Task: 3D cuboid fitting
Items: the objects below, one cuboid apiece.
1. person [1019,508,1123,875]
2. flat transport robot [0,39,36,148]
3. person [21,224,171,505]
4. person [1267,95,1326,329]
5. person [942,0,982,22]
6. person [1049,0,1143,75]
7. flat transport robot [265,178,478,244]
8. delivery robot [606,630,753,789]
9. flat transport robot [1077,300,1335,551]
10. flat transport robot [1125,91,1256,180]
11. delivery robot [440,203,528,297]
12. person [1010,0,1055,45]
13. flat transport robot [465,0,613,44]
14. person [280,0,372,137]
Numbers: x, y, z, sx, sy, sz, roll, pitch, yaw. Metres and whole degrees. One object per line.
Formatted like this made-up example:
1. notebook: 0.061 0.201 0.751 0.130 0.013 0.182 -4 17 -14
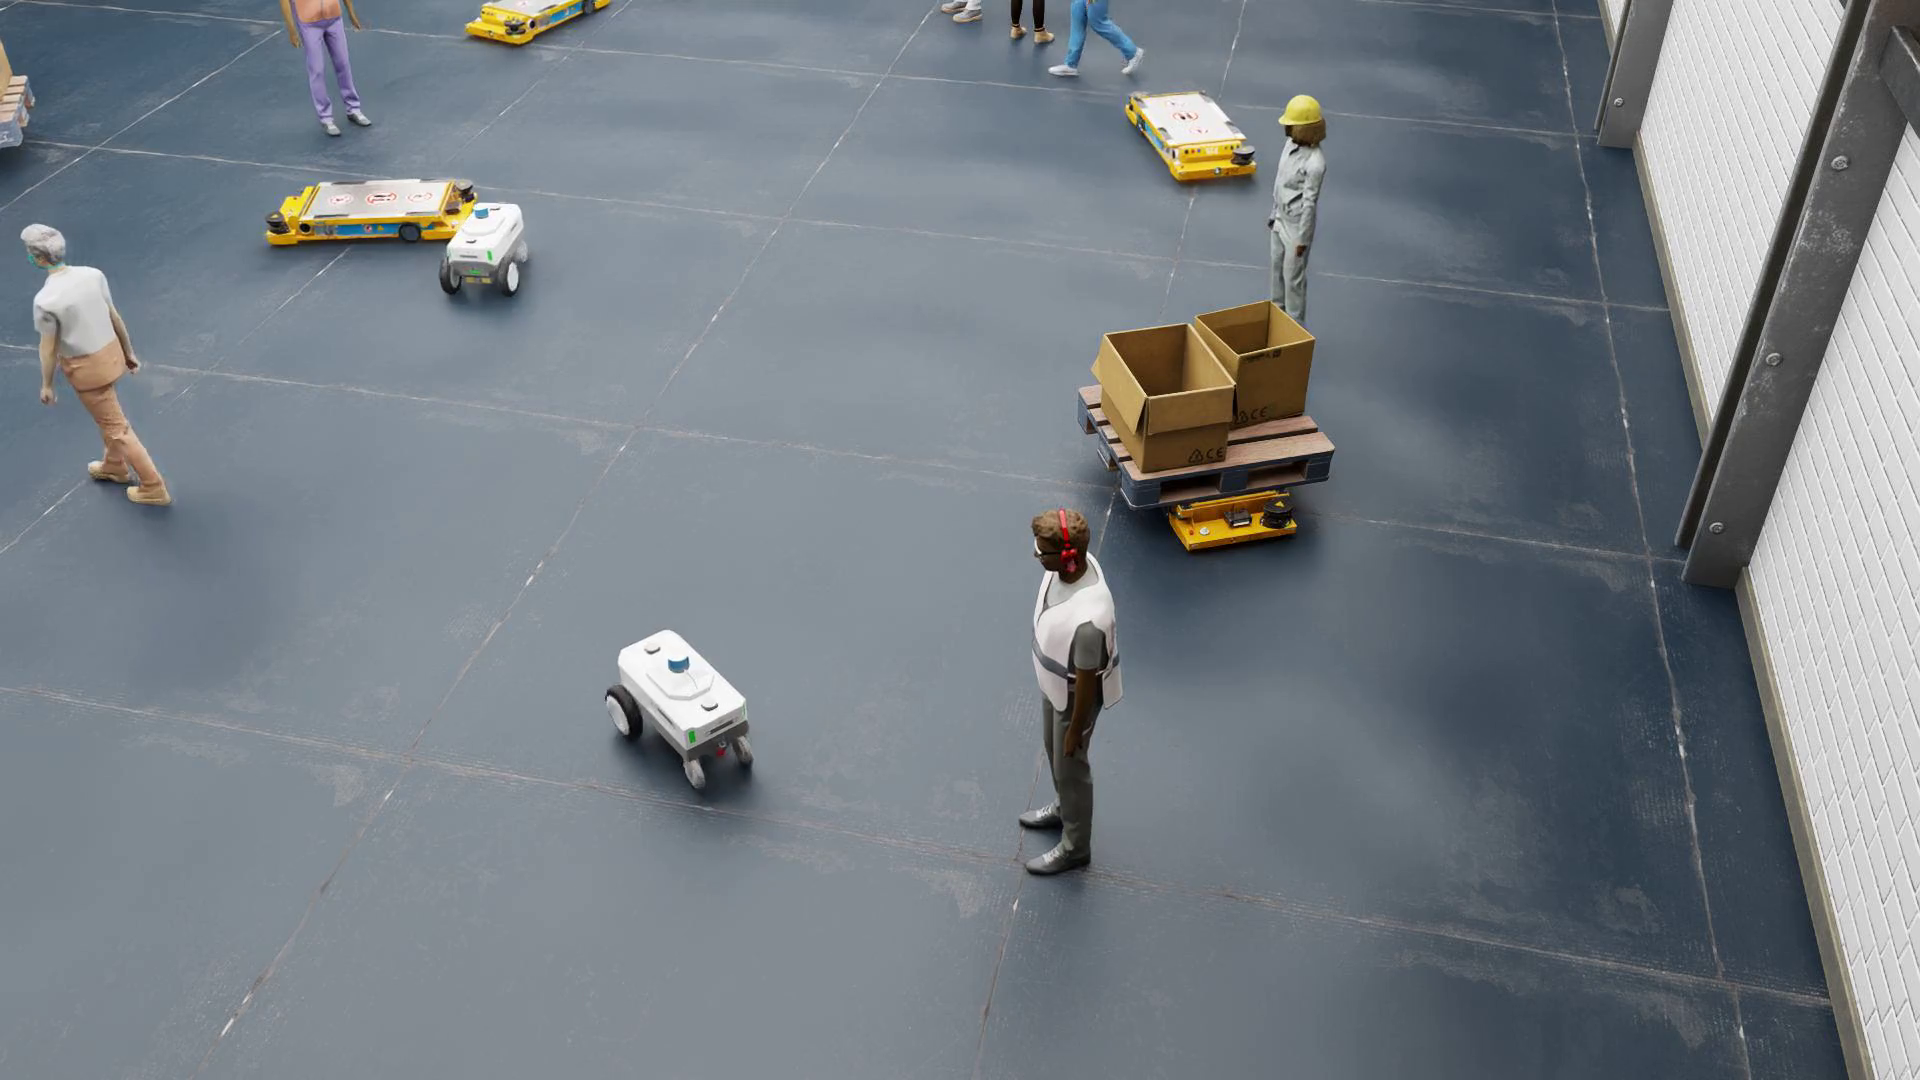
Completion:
1. person: 0.473 0.636 7.064 0.400 1.831 0.573 -6 37 -8
2. flat transport robot: -8.190 -3.210 13.514 0.659 0.231 1.431 -11 38 -14
3. person: -4.934 -0.969 9.302 0.743 1.718 0.502 8 37 10
4. person: 2.119 -2.023 10.699 0.305 1.737 0.486 -7 37 -9
5. person: 0.038 -5.883 15.742 0.337 1.882 0.583 -13 39 -16
6. person: 1.231 -4.893 14.574 0.780 1.684 0.539 -3 37 -4
7. flat transport robot: -4.417 -2.471 12.526 1.431 0.231 0.659 -3 37 -3
8. delivery robot: -1.339 0.761 7.971 0.499 0.605 0.781 -26 44 -30
9. flat transport robot: 1.396 -0.455 9.828 0.659 0.231 1.431 -9 38 -12
10. flat transport robot: 1.886 -3.359 13.713 0.659 0.231 1.431 -8 37 -10
11. delivery robot: -3.347 -2.089 11.766 0.499 0.584 0.783 4 37 5
12. person: 0.662 -5.418 15.275 0.540 1.695 0.315 21 42 26
13. flat transport robot: -4.059 -5.156 16.118 0.659 0.231 1.431 19 41 23
14. person: -5.230 -4.242 13.589 0.401 1.834 0.569 29 46 33
